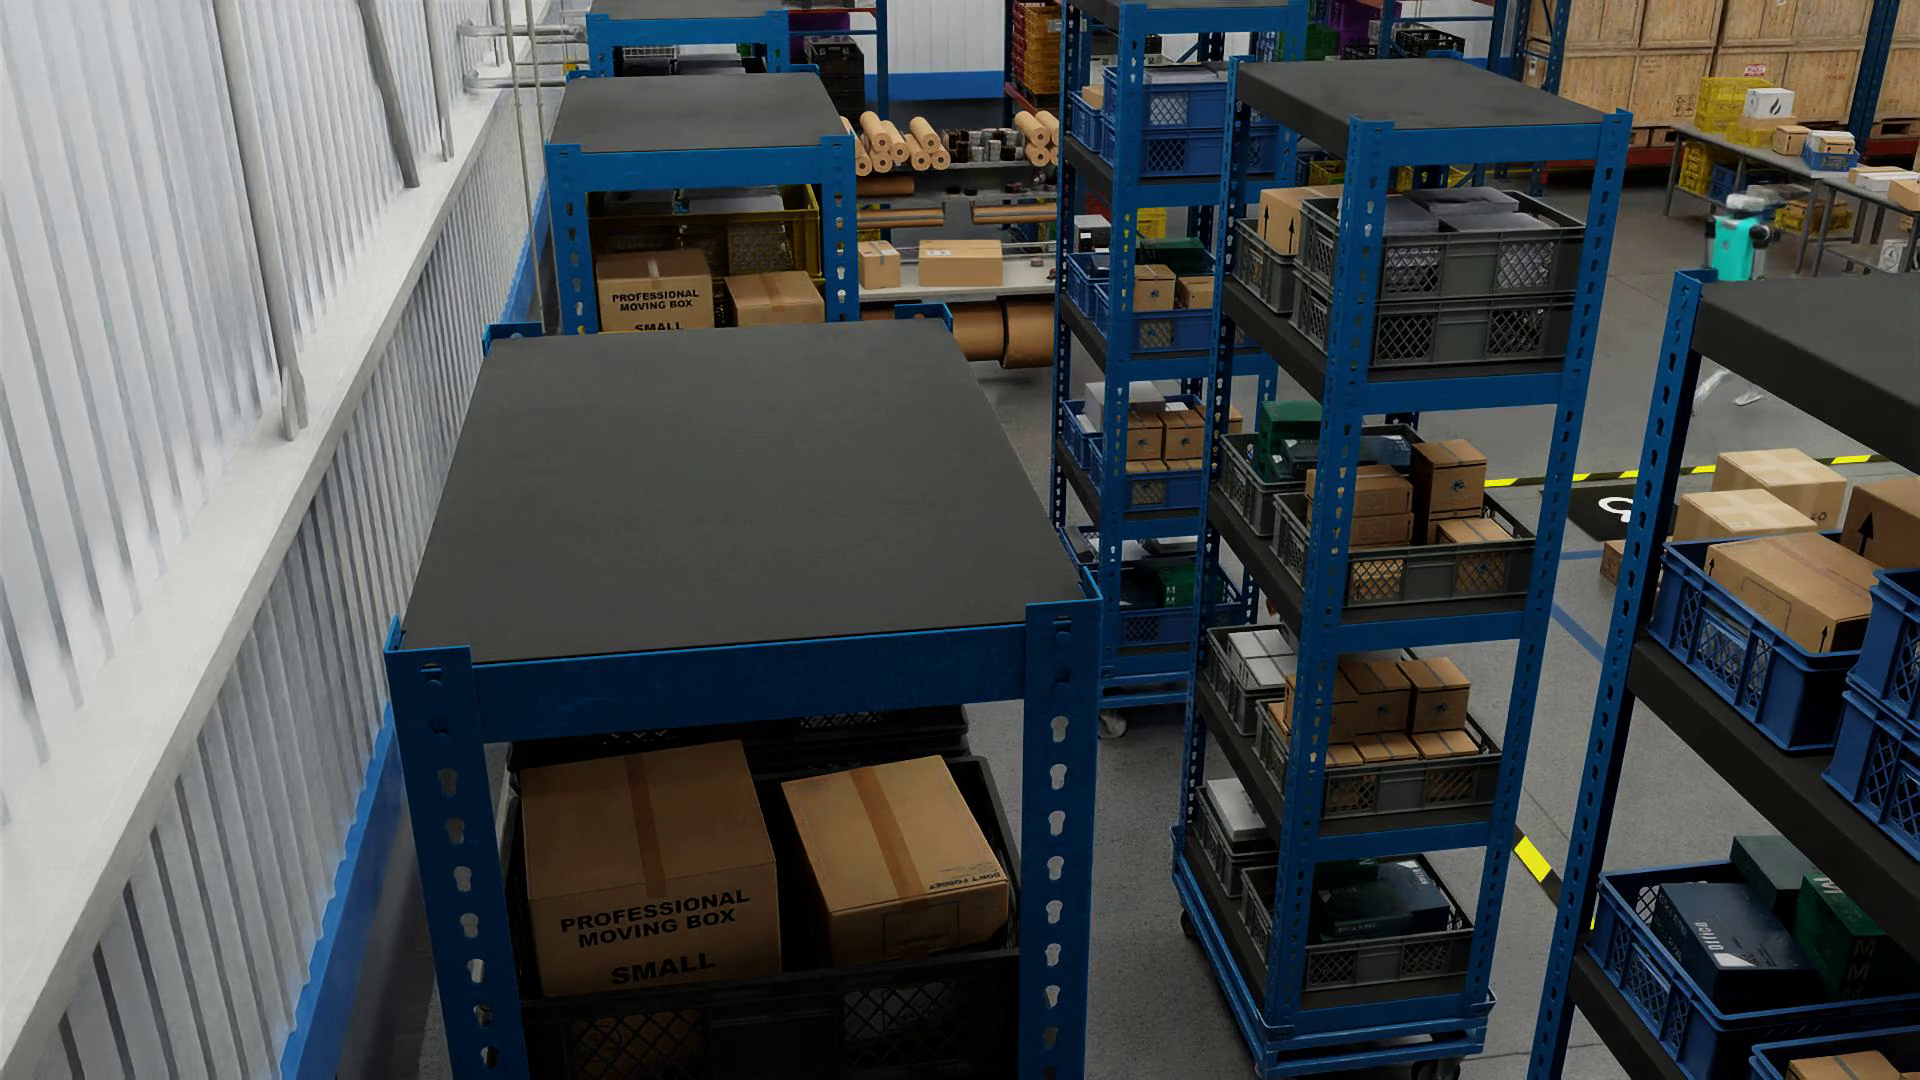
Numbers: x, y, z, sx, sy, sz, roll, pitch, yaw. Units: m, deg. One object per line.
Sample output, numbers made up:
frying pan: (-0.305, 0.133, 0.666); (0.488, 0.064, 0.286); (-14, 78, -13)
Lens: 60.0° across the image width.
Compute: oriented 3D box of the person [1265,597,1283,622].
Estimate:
person: (1.734, 0.199, 7.971); (0.589, 1.852, 0.365); (-4, 25, -9)

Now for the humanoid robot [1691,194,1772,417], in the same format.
humanoid robot: (5.798, -1.701, 12.285); (1.067, 1.745, 0.556); (-11, 27, -23)
